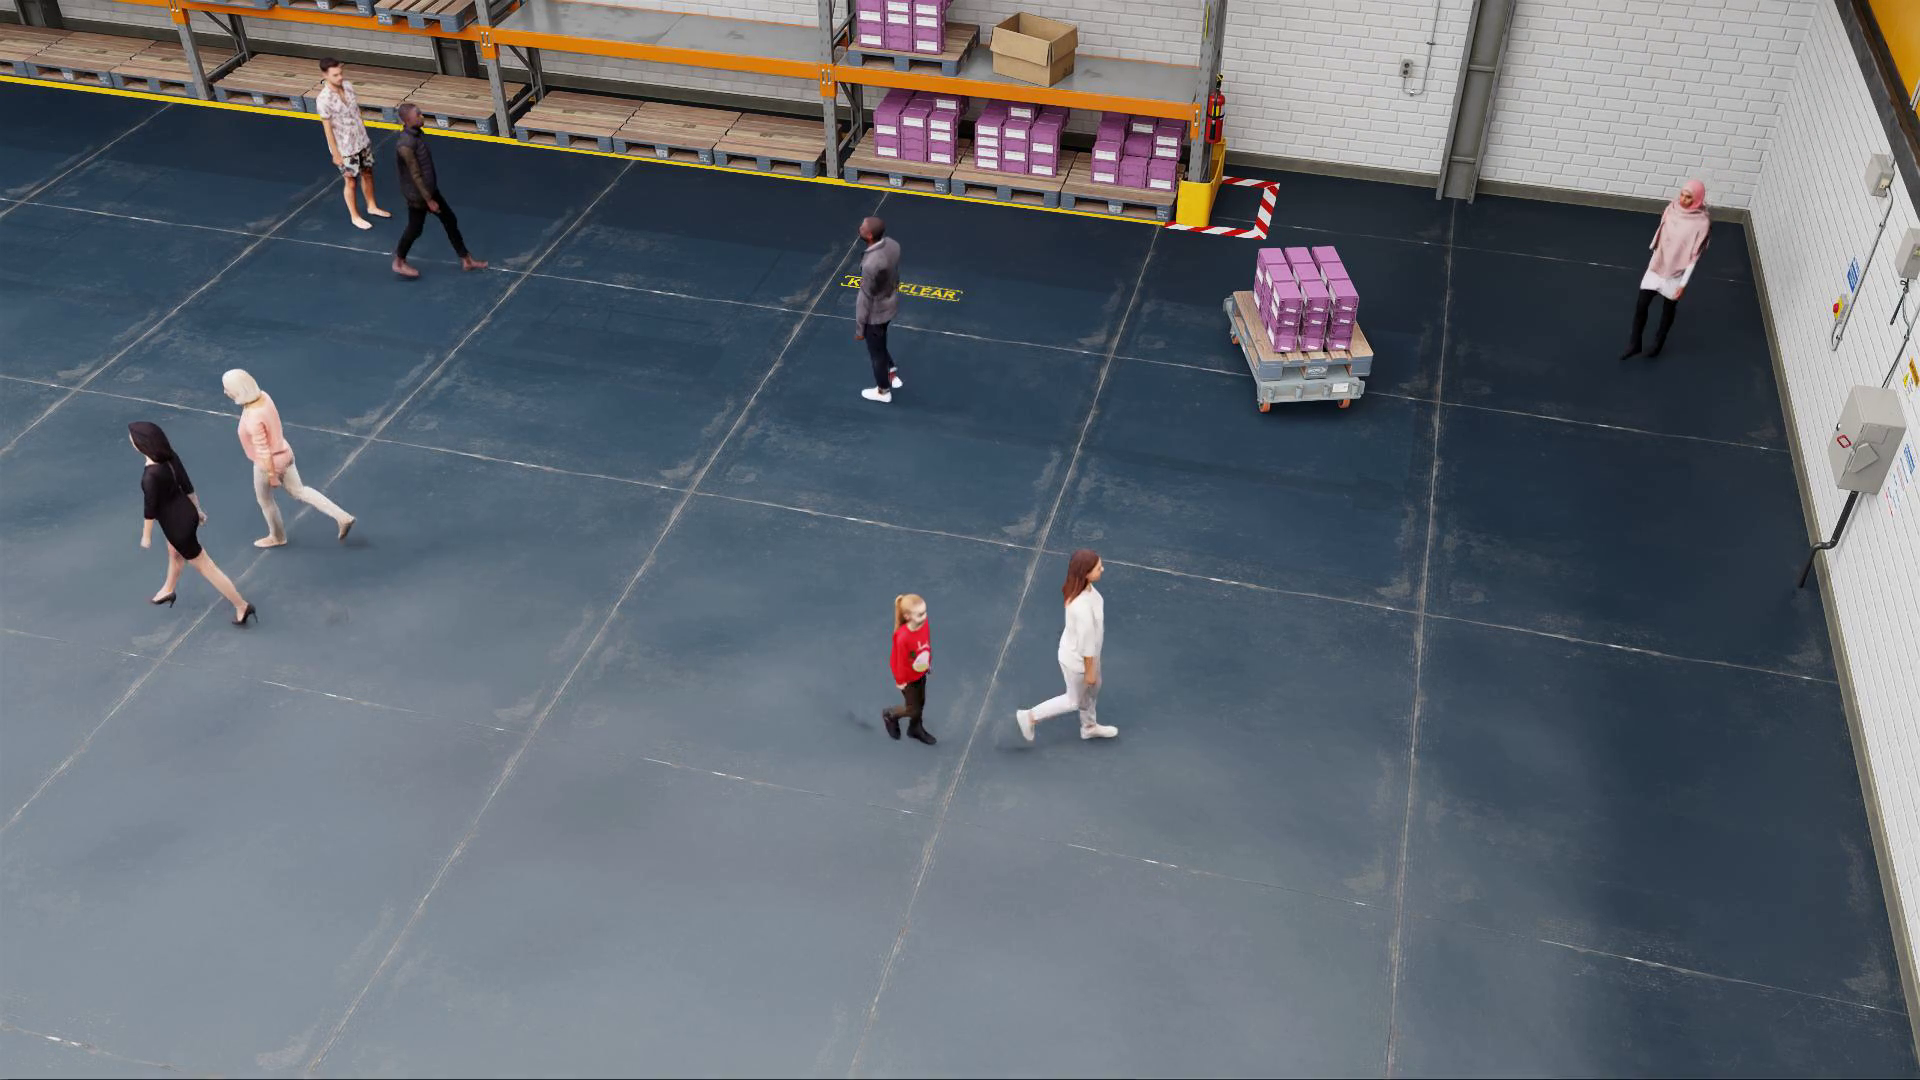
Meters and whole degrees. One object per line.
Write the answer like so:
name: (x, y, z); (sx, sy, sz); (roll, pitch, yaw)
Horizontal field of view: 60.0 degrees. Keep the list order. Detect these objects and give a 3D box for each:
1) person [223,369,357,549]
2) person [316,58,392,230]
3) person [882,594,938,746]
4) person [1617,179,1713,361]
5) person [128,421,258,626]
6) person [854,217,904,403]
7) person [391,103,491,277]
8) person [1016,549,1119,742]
person: (-5.218, -0.618, 12.851); (1.144, 1.689, 0.866); (-3, 39, -4)
person: (-6.313, -4.111, 17.129); (0.630, 1.809, 0.713); (16, 41, 19)
person: (-0.373, 0.875, 11.313); (0.683, 1.275, 0.594); (23, 44, 26)
person: (6.499, -2.459, 15.079); (0.907, 1.786, 0.860); (-31, 48, -33)
person: (-5.572, -0.060, 12.096); (1.162, 1.759, 0.792); (0, 39, 0)
person: (-0.628, -1.967, 14.442); (0.683, 1.812, 0.775); (16, 41, 19)
person: (-5.322, -3.348, 16.188); (1.252, 1.791, 0.873); (2, 39, 2)
person: (0.739, 0.761, 11.139); (0.999, 1.672, 0.737); (0, 39, 0)
